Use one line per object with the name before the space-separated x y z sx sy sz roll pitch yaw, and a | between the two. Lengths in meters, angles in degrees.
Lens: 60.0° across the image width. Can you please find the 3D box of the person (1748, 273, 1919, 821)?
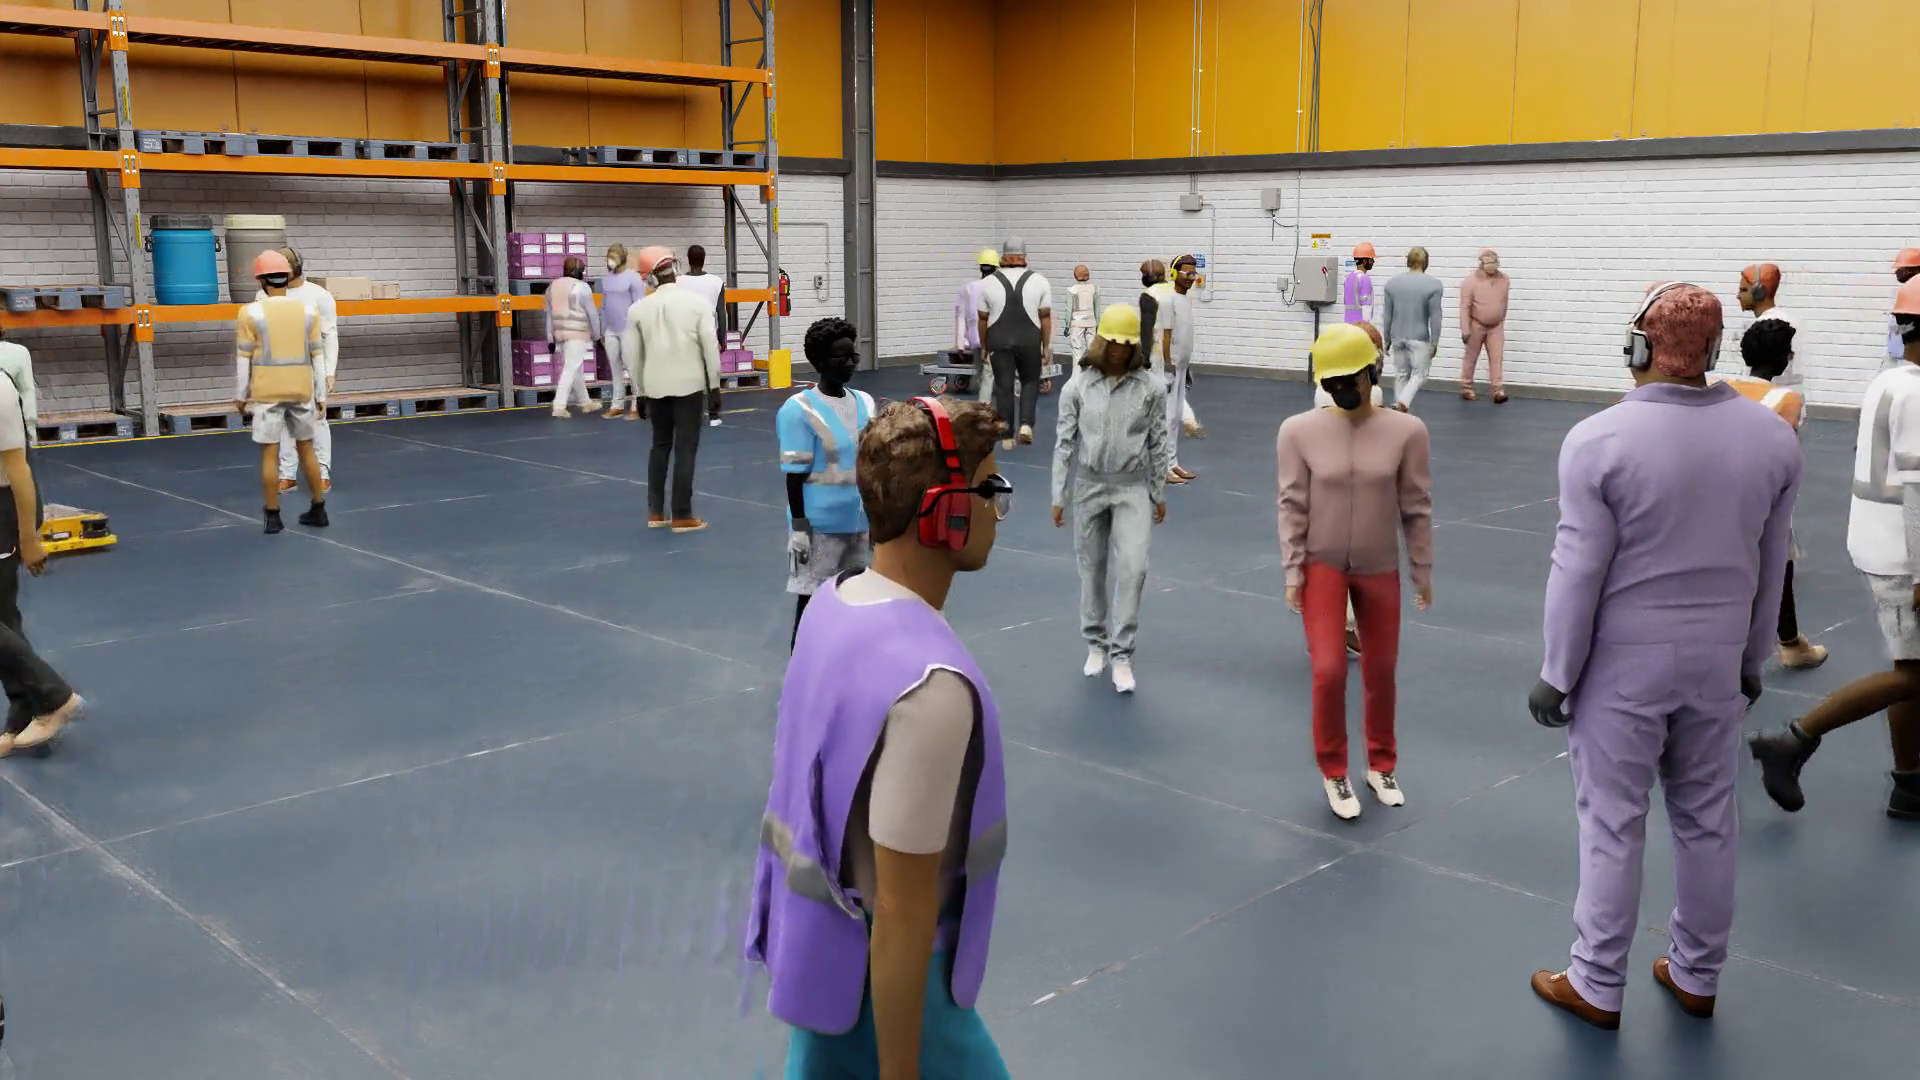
person | 3.150 0.044 5.624 0.721 1.919 0.590 4 11 21

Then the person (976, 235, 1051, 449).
person | 0.510 -1.875 15.767 0.710 2.000 0.535 1 10 4

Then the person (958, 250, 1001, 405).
person | 0.286 -2.061 17.279 0.608 1.885 1.002 3 11 17

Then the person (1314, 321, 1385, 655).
person | 1.849 -0.236 7.975 0.362 1.613 0.495 -5 12 -27

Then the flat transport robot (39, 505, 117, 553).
flat transport robot | -6.197 -0.094 10.885 1.431 0.197 0.652 8 13 37

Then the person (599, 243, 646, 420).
person | -3.714 -2.286 18.287 0.635 1.938 0.355 7 13 34

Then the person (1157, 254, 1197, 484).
person | 1.795 -1.402 13.670 0.332 1.866 0.514 5 12 26

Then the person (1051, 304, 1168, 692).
person | 0.665 -0.185 7.431 0.521 1.707 0.735 1 10 5

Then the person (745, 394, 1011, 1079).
person | -0.152 0.674 2.544 0.972 1.802 0.585 -4 11 -19

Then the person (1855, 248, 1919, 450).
person | 8.899 -1.757 15.498 0.807 1.915 0.548 0 10 0

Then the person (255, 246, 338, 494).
person | -5.175 -1.318 13.017 0.628 1.936 0.375 0 10 2

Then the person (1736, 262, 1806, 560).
person | 4.758 -0.698 9.829 0.421 1.863 0.602 7 13 35

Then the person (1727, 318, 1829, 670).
person | 3.637 -0.193 7.661 0.867 1.648 0.547 -3 11 -17

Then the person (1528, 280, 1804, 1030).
person | 1.763 0.302 4.257 0.639 1.911 0.406 -2 11 -10

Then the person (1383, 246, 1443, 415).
person | 4.598 -2.051 17.076 0.640 1.923 0.670 9 13 39

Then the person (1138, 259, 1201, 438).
person | 2.064 -1.908 16.659 0.902 1.796 0.633 7 13 34

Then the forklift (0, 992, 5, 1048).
forklift | -3.245 0.323 3.363 2.313 2.155 1.214 2 11 13

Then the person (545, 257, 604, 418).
person | -4.340 -2.266 18.640 0.613 1.787 0.952 7 12 33

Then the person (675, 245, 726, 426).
person | -2.770 -2.154 17.630 0.591 1.917 0.392 -3 11 -14

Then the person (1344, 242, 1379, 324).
person | 4.636 -2.463 19.253 0.361 1.939 0.543 -2 11 -12

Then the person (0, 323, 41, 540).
person | -5.967 -0.663 10.270 0.499 1.633 0.281 -10 14 -43

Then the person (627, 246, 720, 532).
person | -1.957 -1.017 11.380 0.657 1.953 0.363 3 11 16

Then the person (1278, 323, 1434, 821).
person | 1.372 0.113 5.780 0.551 1.726 0.559 1 10 3

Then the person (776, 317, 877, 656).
person | -0.517 -0.058 6.802 0.318 1.697 0.535 8 13 37

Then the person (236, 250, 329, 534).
person | -4.629 -1.005 11.350 0.550 1.920 0.423 -10 14 -43

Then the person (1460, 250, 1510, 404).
person | 6.339 -2.562 20.070 0.649 1.841 1.030 -1 10 -6

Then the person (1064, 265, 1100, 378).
person | 1.609 -2.792 21.869 0.513 1.639 0.311 -4 11 -22

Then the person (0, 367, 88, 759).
person | -3.706 -0.037 6.321 0.406 1.828 0.501 -10 15 -44
